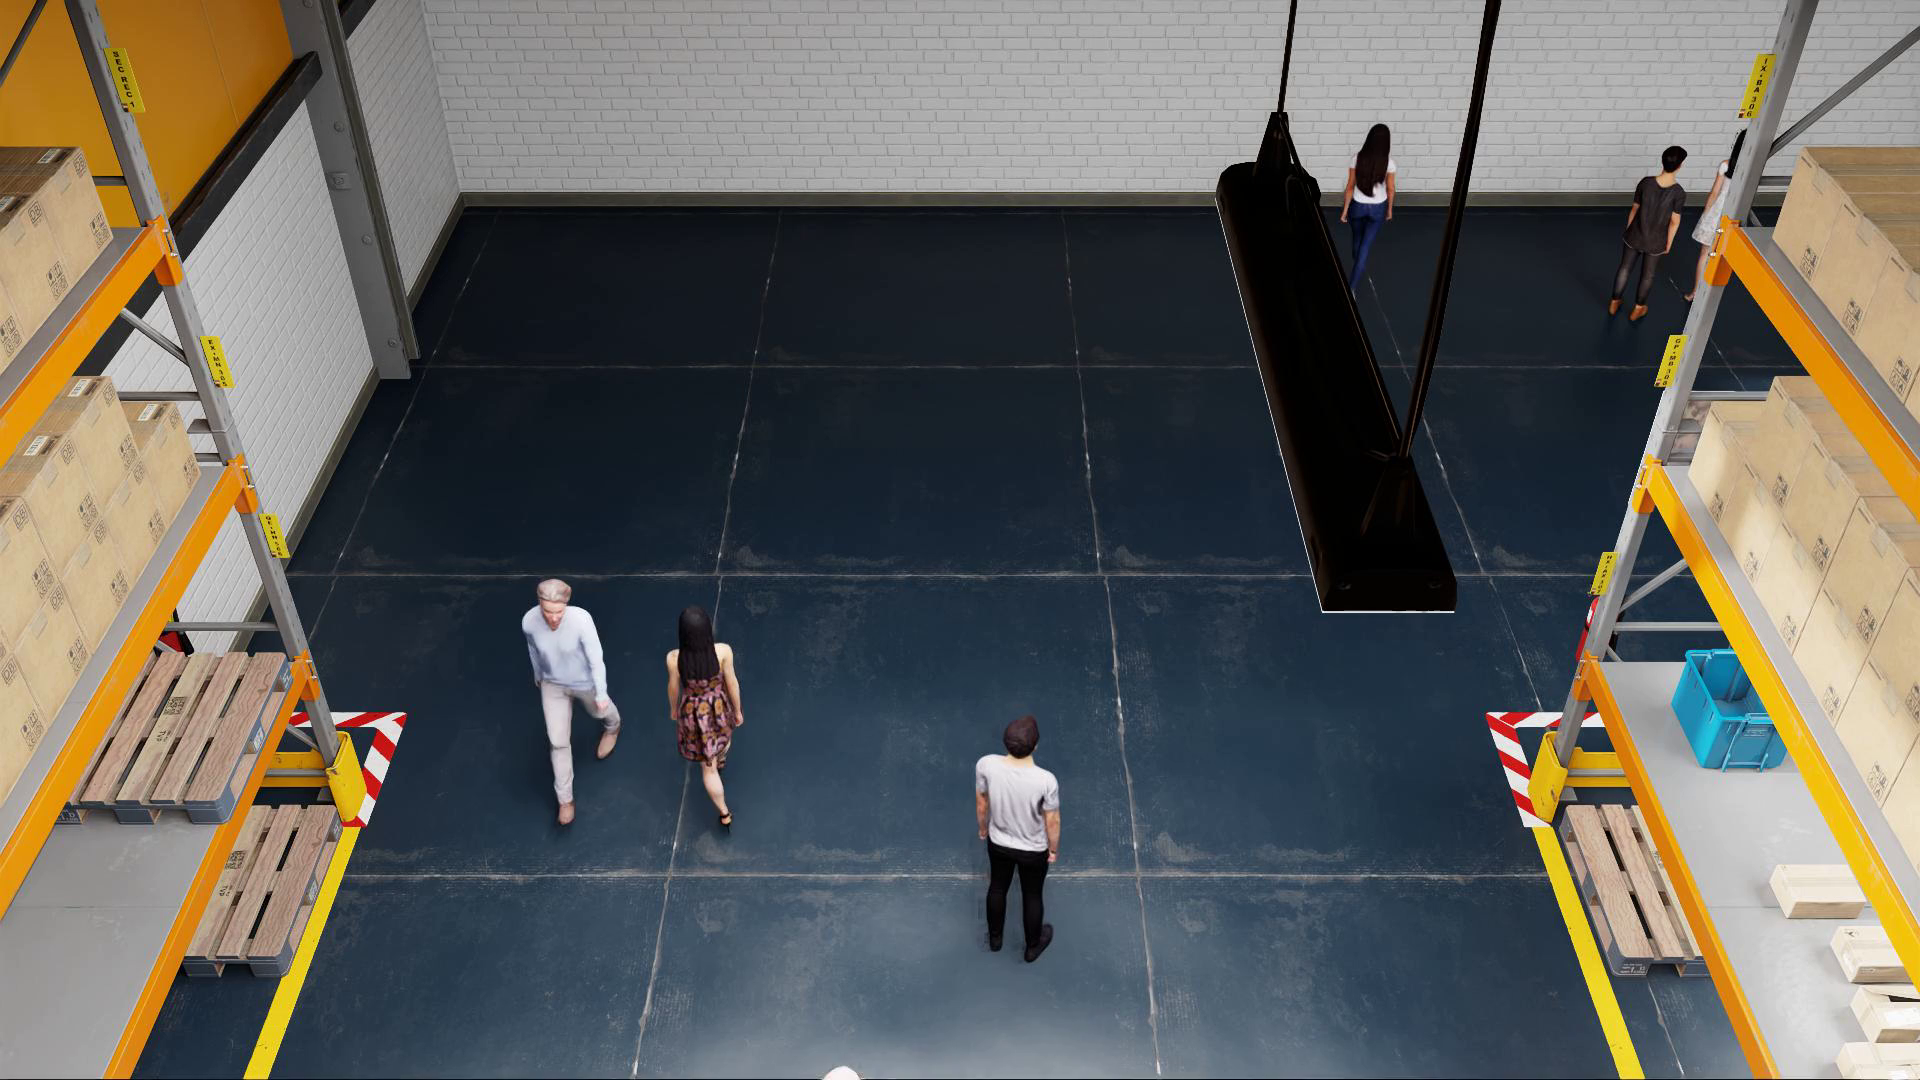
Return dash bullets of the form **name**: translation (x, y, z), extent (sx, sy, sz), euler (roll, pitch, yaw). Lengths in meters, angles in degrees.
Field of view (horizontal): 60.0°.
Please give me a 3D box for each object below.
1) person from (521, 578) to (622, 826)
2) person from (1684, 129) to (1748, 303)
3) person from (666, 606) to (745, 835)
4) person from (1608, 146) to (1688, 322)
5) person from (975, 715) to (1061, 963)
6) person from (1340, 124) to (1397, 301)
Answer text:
- **person**: translation (-2.486, 0.864, 10.777), extent (0.732, 1.830, 1.260), euler (5, 39, 7)
- **person**: translation (7.215, -3.043, 15.713), extent (0.636, 1.774, 0.625), euler (-1, 39, -1)
- **person**: translation (-1.571, 1.177, 10.449), extent (0.787, 1.751, 1.045), euler (-10, 40, -12)
- **person**: translation (6.429, -2.866, 15.542), extent (0.699, 1.713, 0.725), euler (23, 44, 26)
- **person**: translation (0.329, 1.746, 9.645), extent (0.727, 1.863, 0.693), euler (15, 41, 18)
- **person**: translation (3.833, -3.041, 15.750), extent (0.925, 1.727, 1.221), euler (15, 41, 18)
